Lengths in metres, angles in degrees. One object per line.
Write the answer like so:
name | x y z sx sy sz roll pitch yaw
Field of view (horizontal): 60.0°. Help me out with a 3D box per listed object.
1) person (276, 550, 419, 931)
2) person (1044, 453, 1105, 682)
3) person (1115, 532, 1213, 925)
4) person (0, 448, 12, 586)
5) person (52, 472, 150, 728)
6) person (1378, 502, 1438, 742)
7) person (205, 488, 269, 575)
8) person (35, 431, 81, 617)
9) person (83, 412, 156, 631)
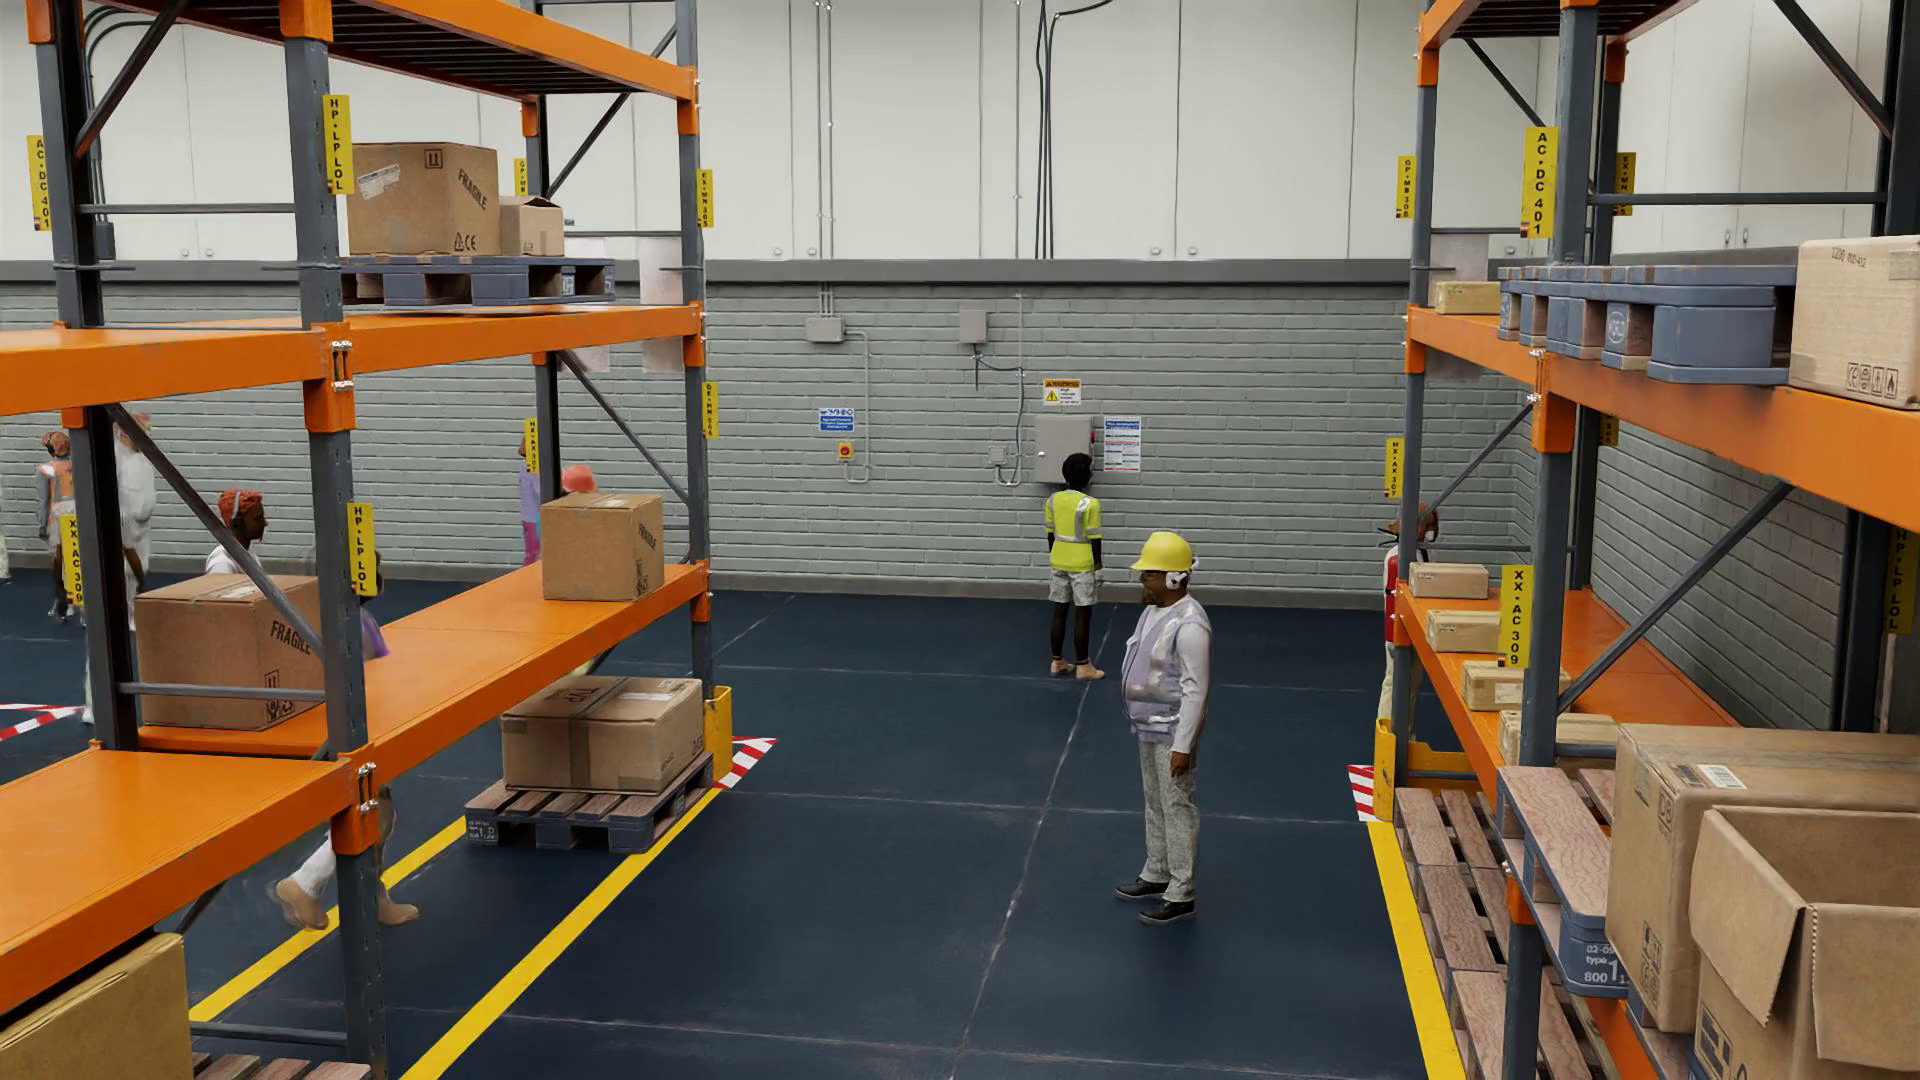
person | -2.789 0.907 7.555 0.506 1.826 0.644 -2 9 -12
person | 0.859 0.199 12.330 0.315 1.696 0.540 -8 12 -42
person | 0.954 0.868 7.786 0.404 1.833 0.592 -2 9 -13
person | -9.444 -0.415 15.981 0.577 1.737 0.354 4 10 24
person | -5.562 0.360 10.817 0.529 1.857 0.417 2 9 12
person | 2.764 0.576 10.200 0.497 1.633 0.286 -9 13 -44
person | -3.868 0.656 8.964 0.354 1.877 0.578 -2 9 -11
person | -7.859 -0.141 14.638 0.318 1.630 0.513 4 10 26
person | -6.974 -0.137 13.887 0.520 1.869 0.647 1 9 4
